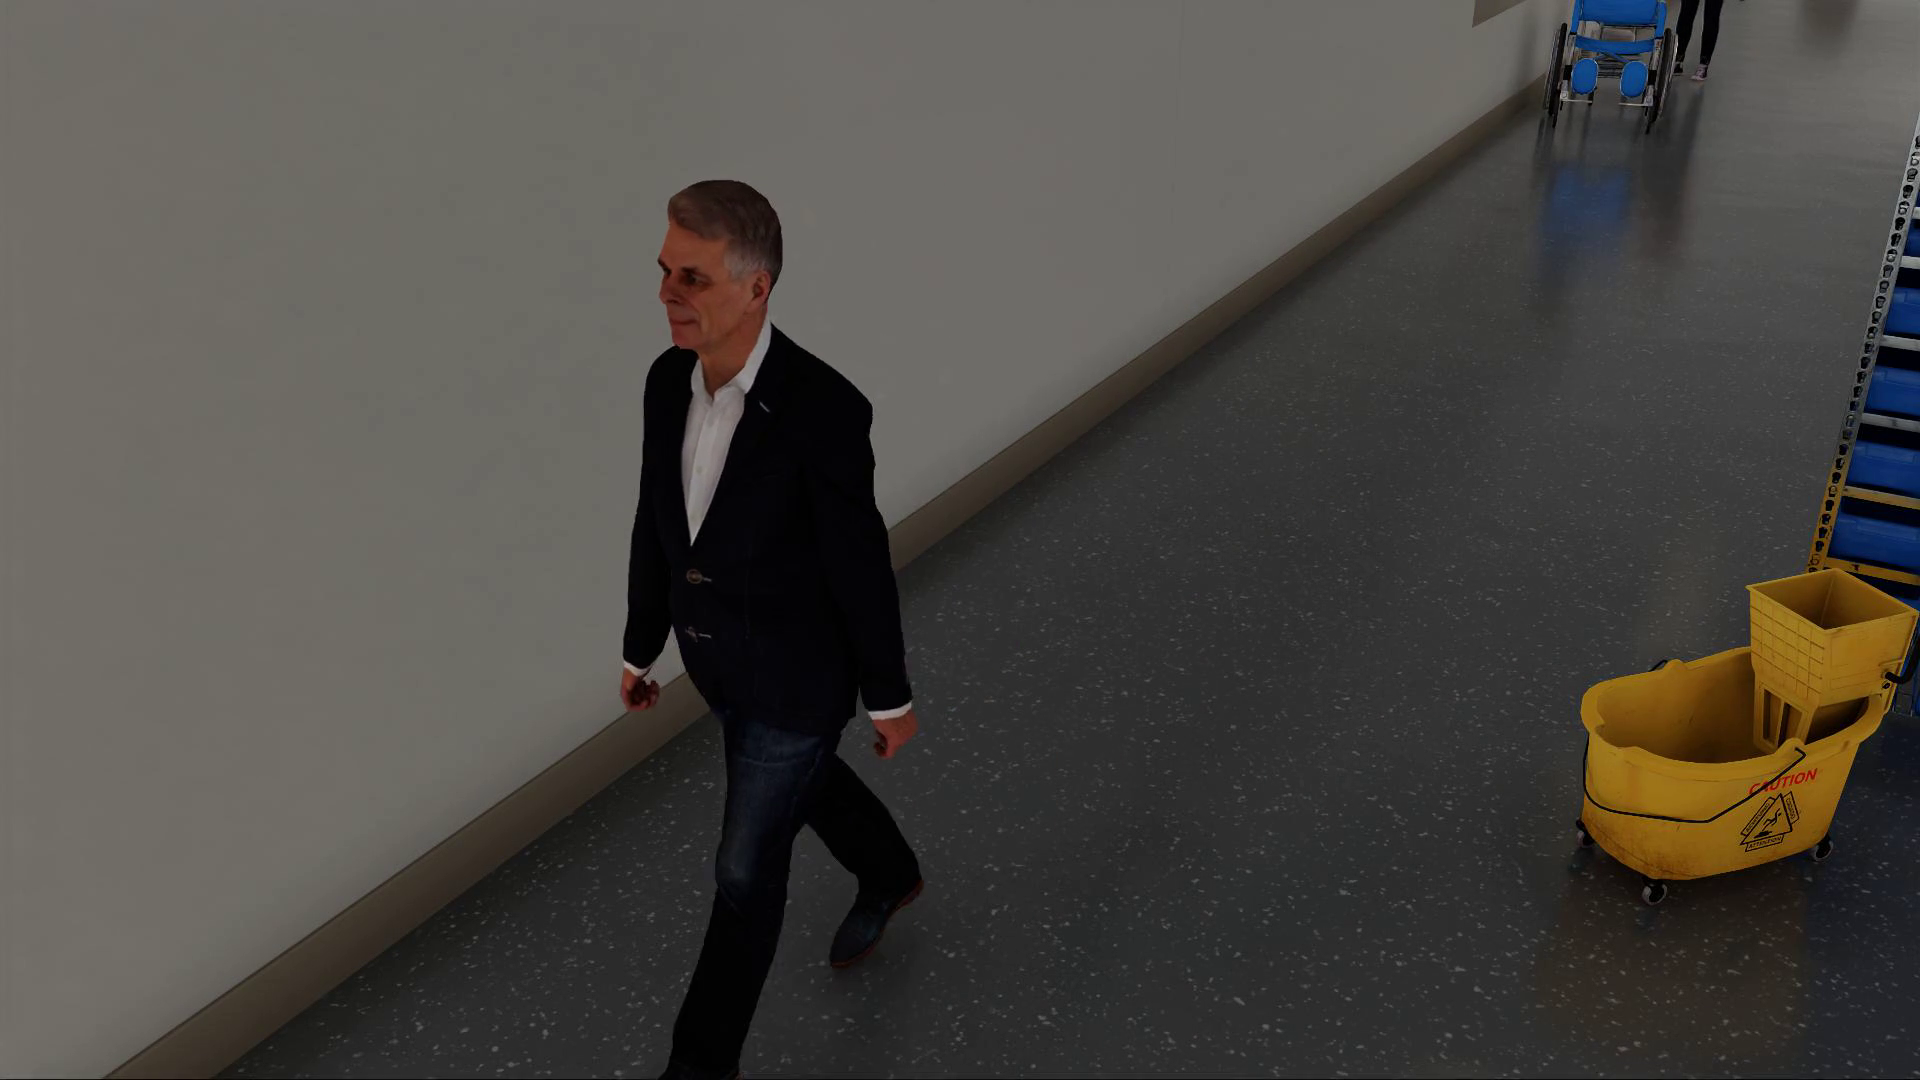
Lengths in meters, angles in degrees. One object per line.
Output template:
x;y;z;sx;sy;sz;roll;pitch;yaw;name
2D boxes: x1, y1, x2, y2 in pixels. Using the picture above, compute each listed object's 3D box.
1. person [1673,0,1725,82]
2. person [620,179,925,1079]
5.849;-4.505;12.967;0.723;1.769;0.576;-22;33;-38;person
-0.310;0.194;3.212;1.158;1.778;0.933;19;32;35;person
